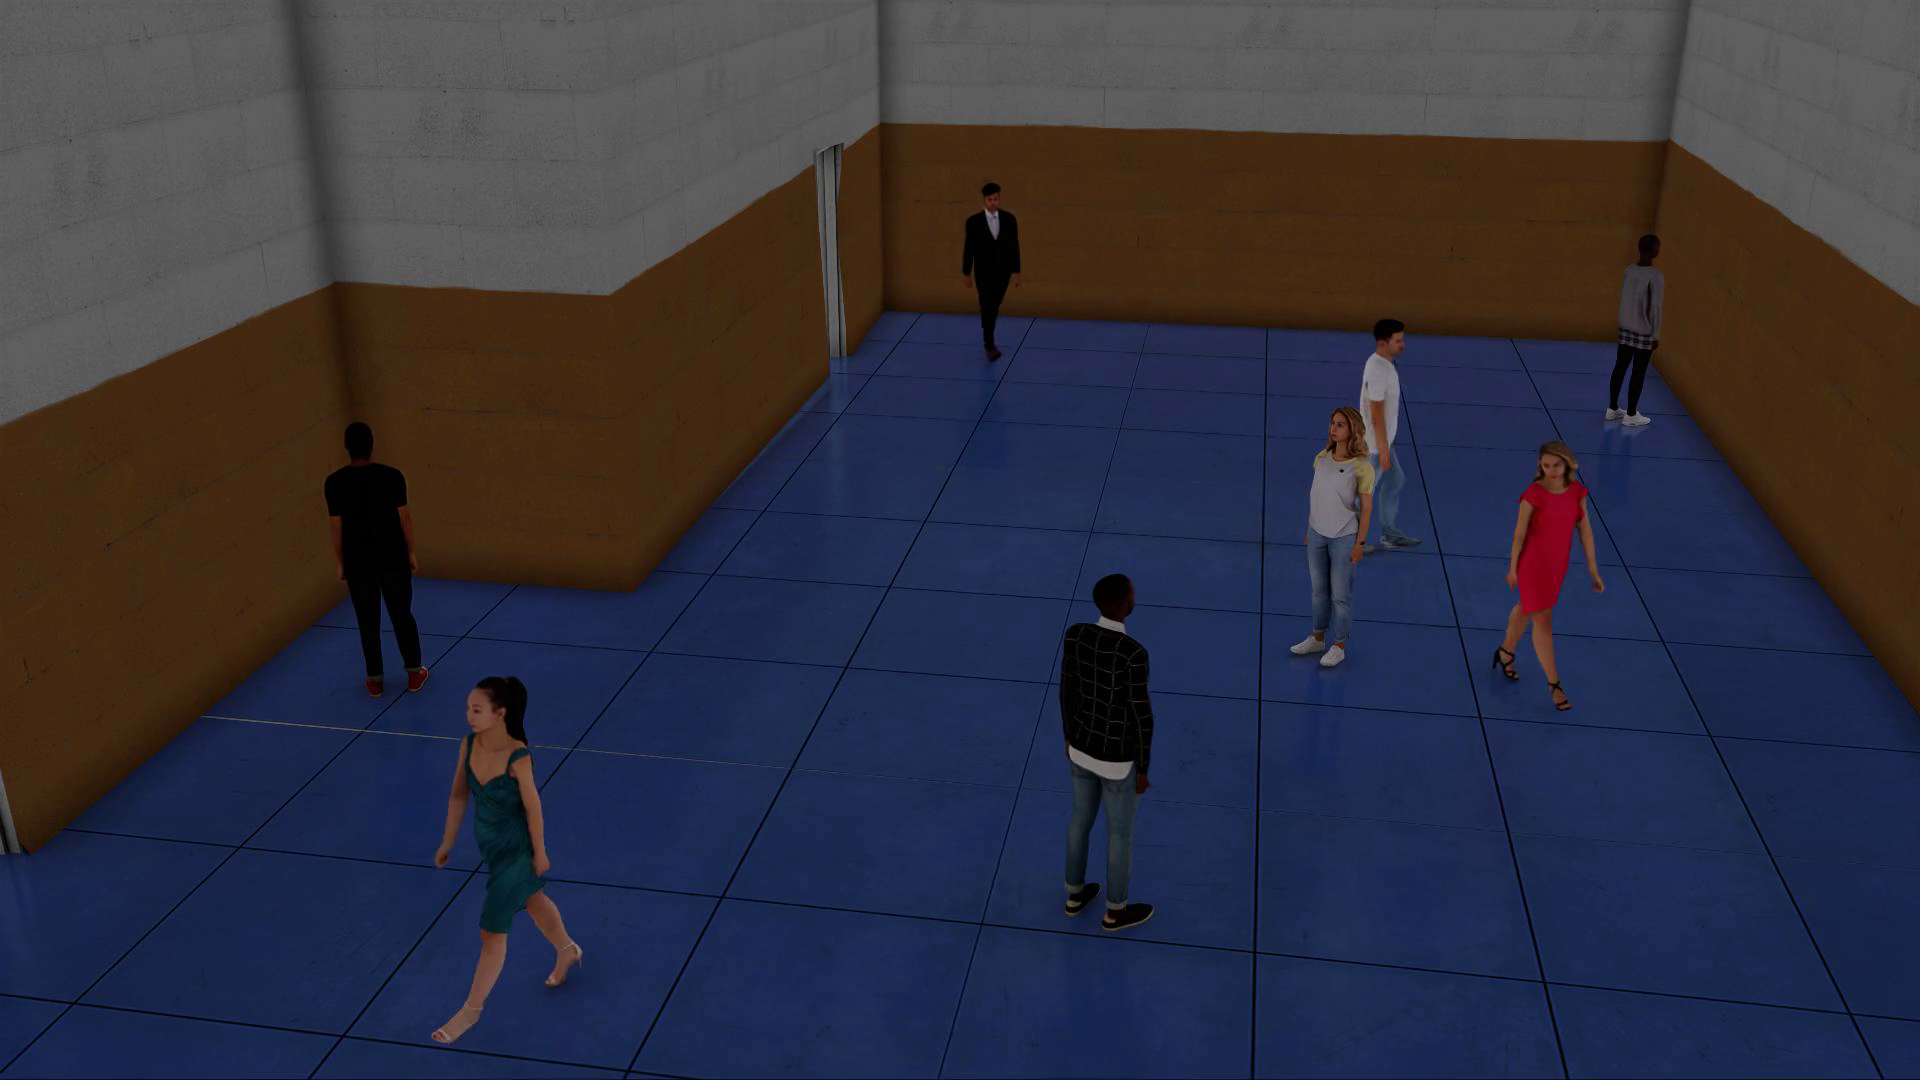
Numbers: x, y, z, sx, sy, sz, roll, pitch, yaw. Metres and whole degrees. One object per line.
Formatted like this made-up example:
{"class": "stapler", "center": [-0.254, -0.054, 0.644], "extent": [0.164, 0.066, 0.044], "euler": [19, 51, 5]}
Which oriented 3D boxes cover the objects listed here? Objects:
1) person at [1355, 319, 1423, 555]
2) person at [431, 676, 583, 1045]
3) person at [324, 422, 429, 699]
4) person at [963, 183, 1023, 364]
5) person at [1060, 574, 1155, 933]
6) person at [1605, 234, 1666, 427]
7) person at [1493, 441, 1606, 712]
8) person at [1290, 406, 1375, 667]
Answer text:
{"class": "person", "center": [2.973, -0.734, 12.278], "extent": [0.872, 1.830, 0.702], "euler": [5, 22, 12]}
{"class": "person", "center": [-1.935, 1.351, 7.343], "extent": [1.042, 1.640, 0.941], "euler": [17, 27, 36]}
{"class": "person", "center": [-3.599, 0.123, 10.244], "extent": [0.641, 1.757, 0.768], "euler": [-7, 23, -17]}
{"class": "person", "center": [0.325, -2.828, 17.483], "extent": [1.183, 1.833, 1.078], "euler": [-6, 23, -14]}
{"class": "person", "center": [0.685, 1.009, 7.952], "extent": [0.690, 1.820, 0.804], "euler": [19, 29, 39]}
{"class": "person", "center": [6.250, -1.945, 15.369], "extent": [0.728, 1.772, 0.700], "euler": [-10, 24, -24]}
{"class": "person", "center": [3.540, 0.150, 10.279], "extent": [1.034, 1.680, 0.992], "euler": [-9, 24, -22]}
{"class": "person", "center": [2.408, -0.030, 10.647], "extent": [0.768, 1.723, 0.692], "euler": [-17, 28, -36]}
